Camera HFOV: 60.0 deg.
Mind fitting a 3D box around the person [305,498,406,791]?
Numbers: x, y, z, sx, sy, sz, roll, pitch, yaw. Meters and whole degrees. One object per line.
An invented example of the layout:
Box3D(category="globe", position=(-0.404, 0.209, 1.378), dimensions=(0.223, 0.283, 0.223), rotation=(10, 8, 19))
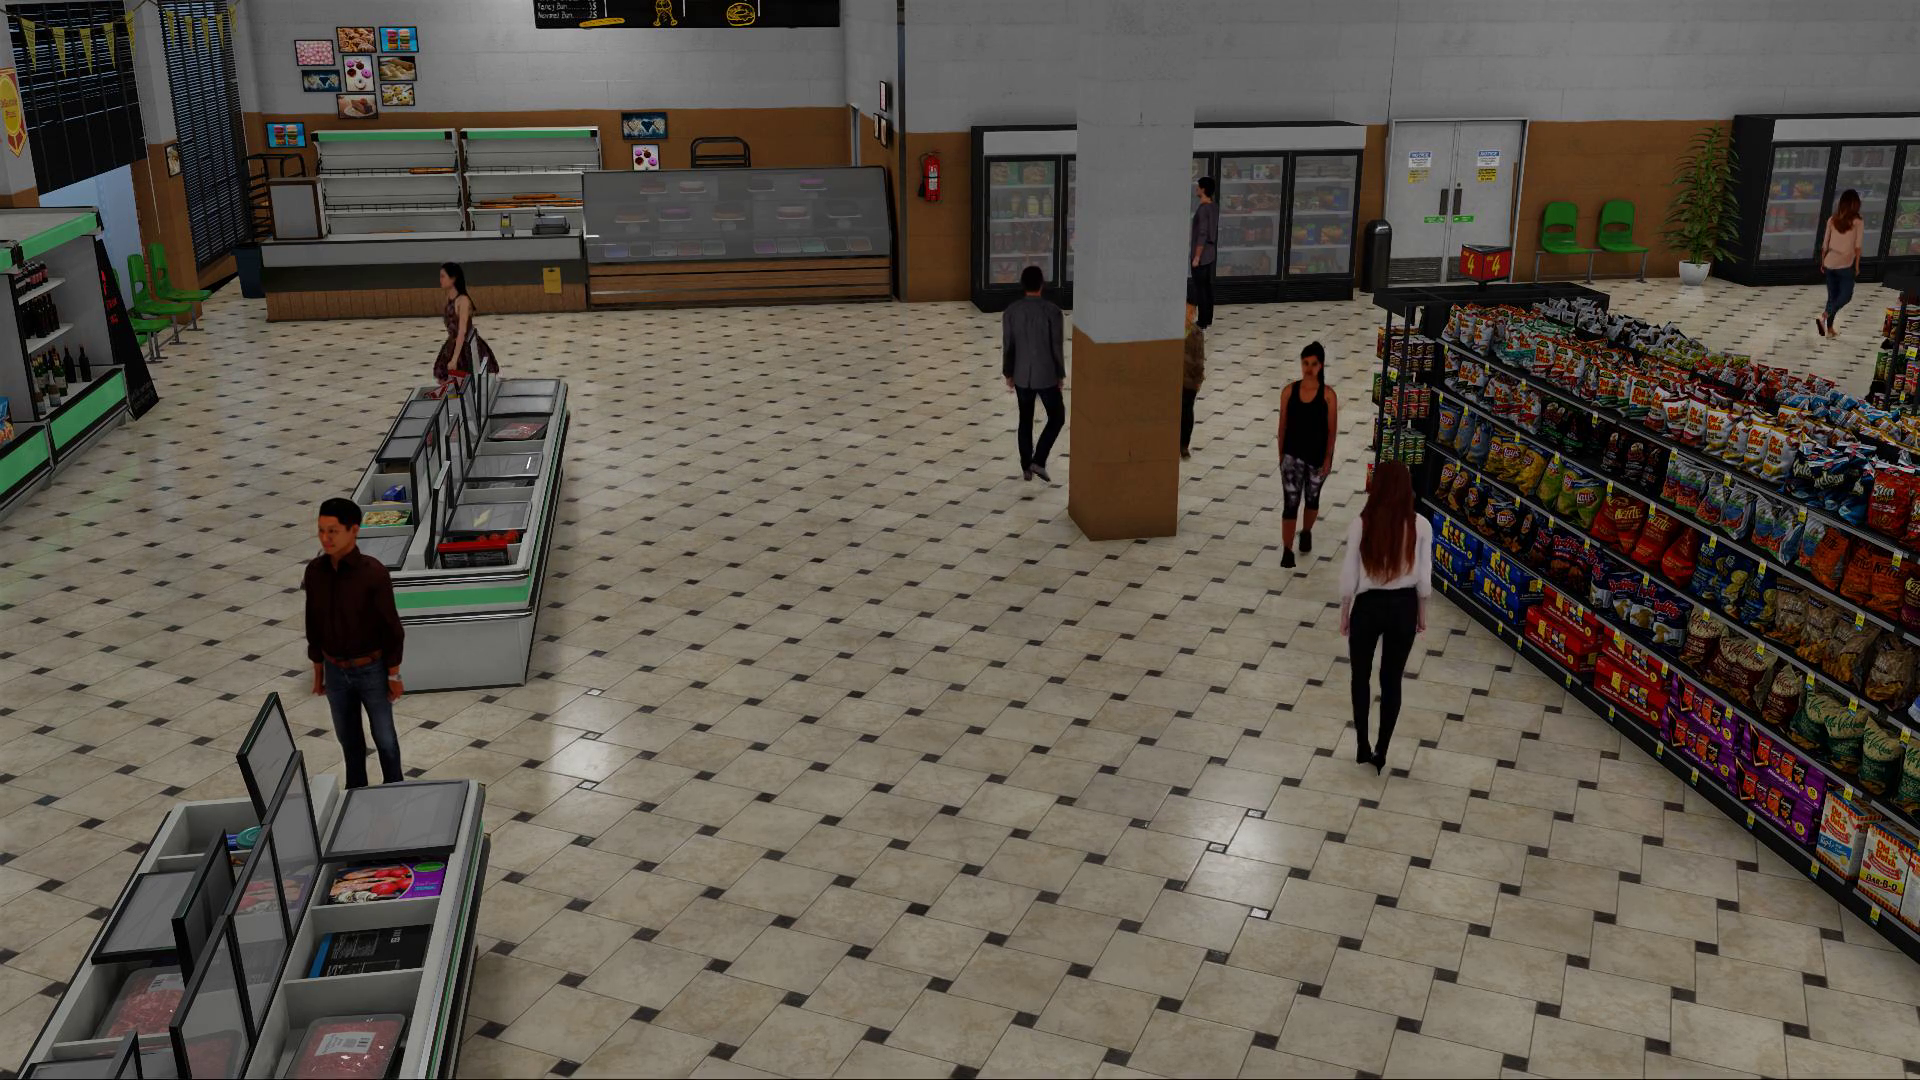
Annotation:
Box3D(category="person", position=(-2.969, 0.634, 8.219), dimensions=(0.706, 1.781, 0.656), rotation=(4, 19, 11))

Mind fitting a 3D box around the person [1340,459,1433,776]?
Box3D(category="person", position=(2.249, 0.465, 8.781), dimensions=(0.738, 1.744, 0.781), rotation=(3, 19, 10))

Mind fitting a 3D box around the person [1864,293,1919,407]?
Box3D(category="person", position=(8.058, -1.278, 14.207), dimensions=(1.141, 1.580, 1.046), rotation=(14, 23, 36))

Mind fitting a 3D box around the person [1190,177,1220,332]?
Box3D(category="person", position=(2.993, -3.516, 20.414), dimensions=(0.806, 1.854, 0.699), rotation=(9, 21, 25))

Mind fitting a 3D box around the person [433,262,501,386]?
Box3D(category="person", position=(-4.349, -1.595, 14.933), dimensions=(1.108, 1.716, 1.178), rotation=(-17, 25, -41))

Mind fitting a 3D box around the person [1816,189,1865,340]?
Box3D(category="person", position=(10.380, -3.229, 19.683), dimensions=(0.889, 1.777, 0.928), rotation=(-13, 23, -34))

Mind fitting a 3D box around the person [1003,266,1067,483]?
Box3D(category="person", position=(0.637, -1.361, 14.013), dimensions=(0.952, 1.861, 1.041), rotation=(7, 20, 19))

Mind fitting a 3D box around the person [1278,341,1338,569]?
Box3D(category="person", position=(2.567, -0.623, 12.210), dimensions=(0.921, 1.614, 1.175), rotation=(6, 19, 16))
